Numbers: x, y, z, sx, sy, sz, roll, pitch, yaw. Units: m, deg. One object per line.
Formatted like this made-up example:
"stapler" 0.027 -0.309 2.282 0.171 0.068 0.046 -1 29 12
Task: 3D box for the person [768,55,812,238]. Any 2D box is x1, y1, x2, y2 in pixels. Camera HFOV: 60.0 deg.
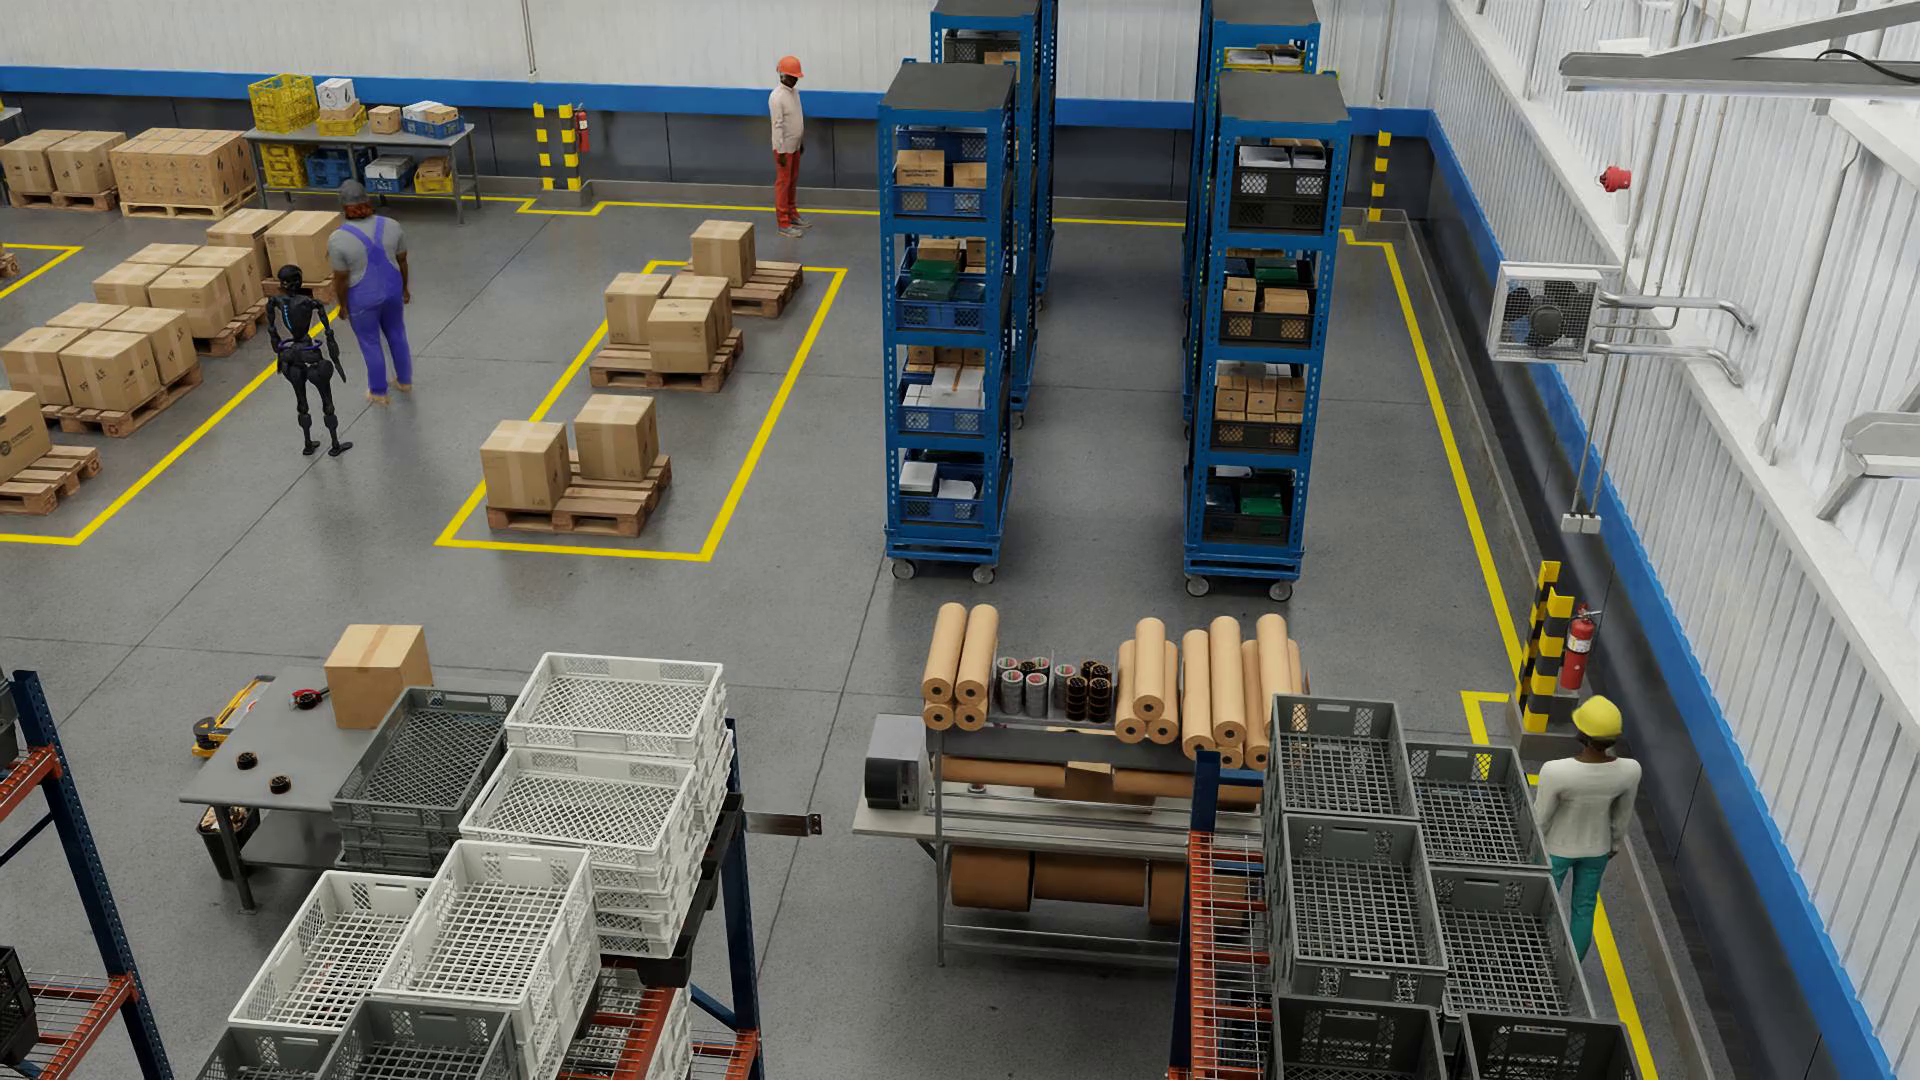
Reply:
"person" -1.891 -4.384 18.500 0.392 1.984 0.608 9 31 15

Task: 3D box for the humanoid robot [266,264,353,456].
"humanoid robot" -5.439 -1.501 13.838 0.616 1.657 0.311 4 30 7

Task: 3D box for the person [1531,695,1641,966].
"person" 3.134 1.547 8.527 0.532 1.767 0.312 -2 30 -4

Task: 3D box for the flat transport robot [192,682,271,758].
"flat transport robot" -4.089 1.163 10.648 1.431 0.197 0.652 3 30 6

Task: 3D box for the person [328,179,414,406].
"person" -5.217 -2.202 14.696 0.537 2.000 0.689 25 38 36
